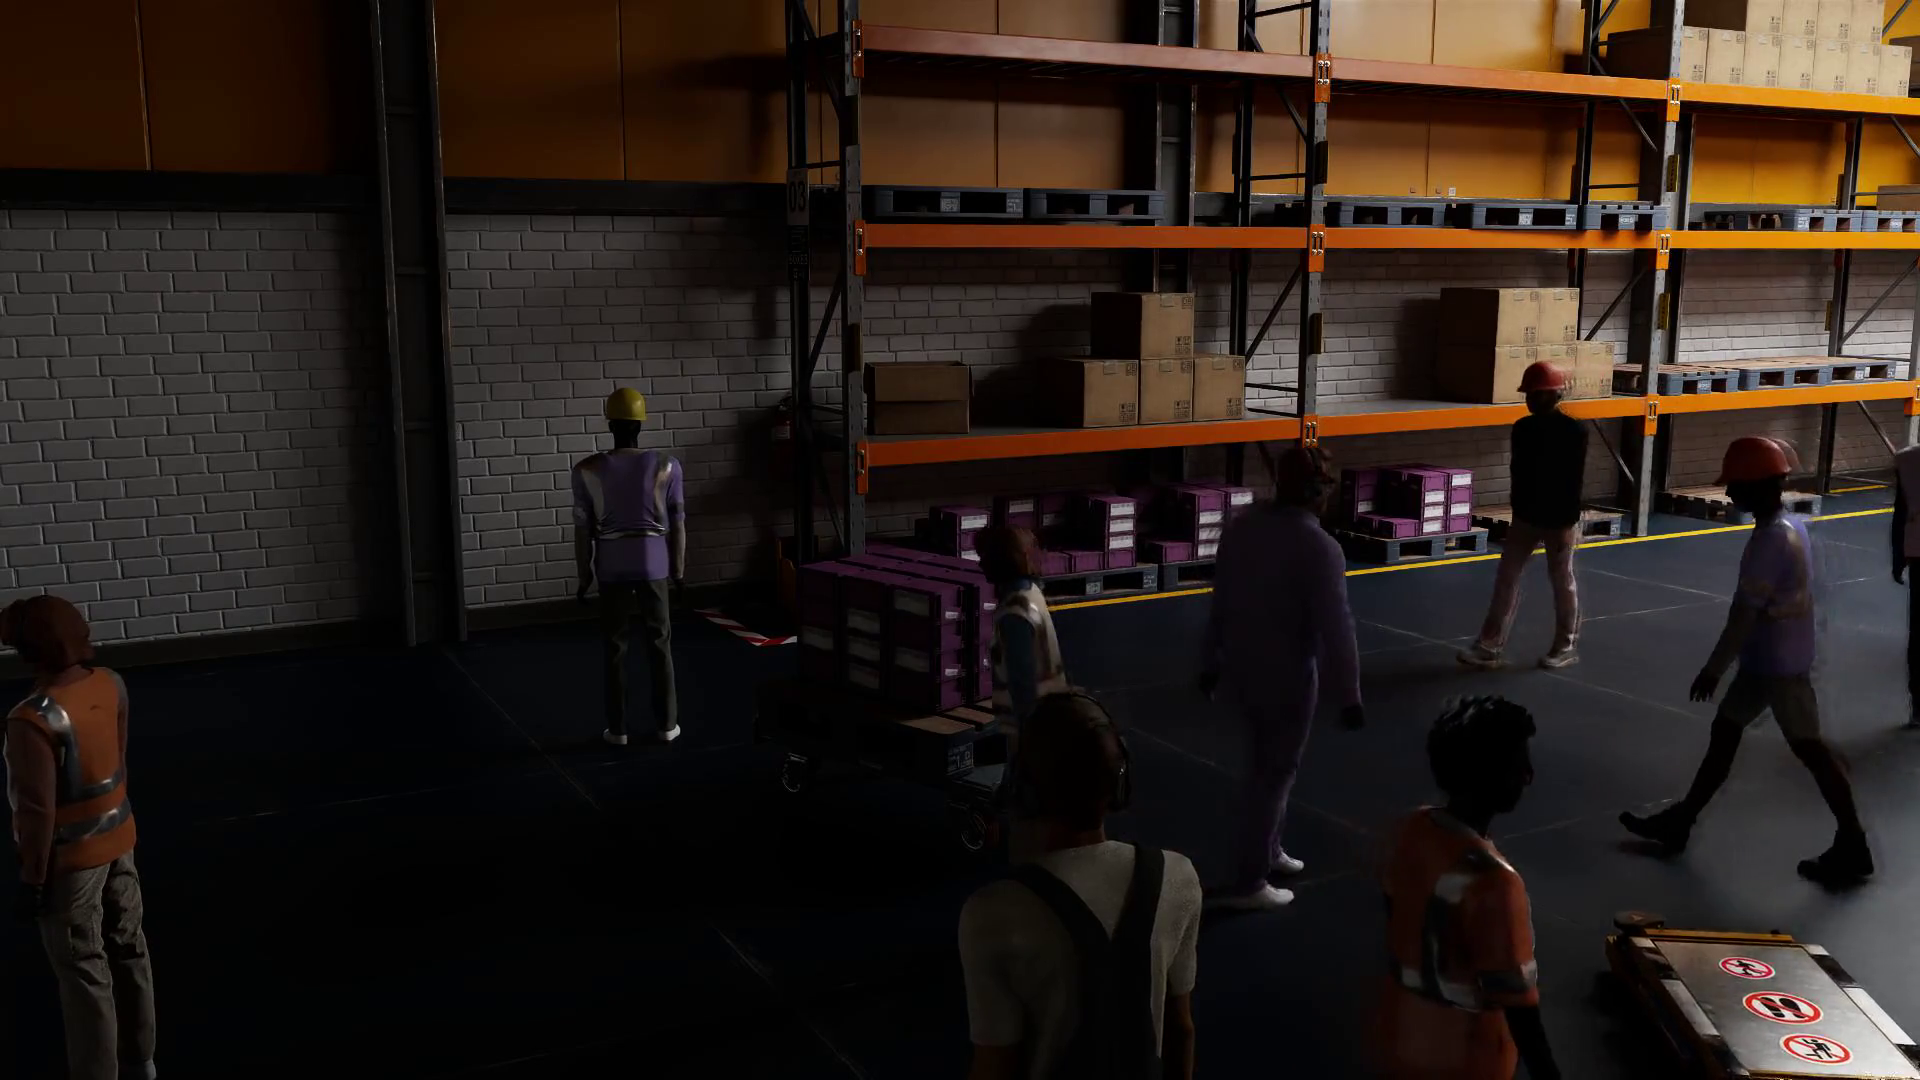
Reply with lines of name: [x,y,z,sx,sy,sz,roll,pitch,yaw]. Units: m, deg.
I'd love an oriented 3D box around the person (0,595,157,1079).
person: [-2.674,0.966,5.041,0.311,1.639,0.512,1,10,3]

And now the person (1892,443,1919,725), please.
person: [5.470,0.109,9.226,0.447,1.904,0.591,-10,14,-44]

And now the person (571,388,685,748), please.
person: [-1.759,0.153,8.887,0.586,1.928,0.380,-2,10,-13]

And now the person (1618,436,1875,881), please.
person: [3.439,0.503,7.082,1.034,1.874,0.566,5,11,25]

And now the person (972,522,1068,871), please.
person: [0.312,0.729,6.457,0.535,1.619,0.547,0,10,1]

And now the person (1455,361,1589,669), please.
person: [3.570,-0.125,10.390,0.948,1.950,0.631,-6,12,-31]

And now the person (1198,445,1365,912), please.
person: [1.325,0.552,6.741,0.685,1.878,0.722,-5,11,-29]

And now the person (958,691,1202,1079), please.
person: [0.211,1.189,3.164,0.517,1.843,0.332,-5,11,-29]

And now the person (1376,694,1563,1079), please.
person: [1.215,1.172,3.748,0.671,1.673,0.551,0,10,0]

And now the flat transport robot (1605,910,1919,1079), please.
flat transport robot: [2.641,1.580,5.437,0.652,0.197,1.431,1,10,6]
